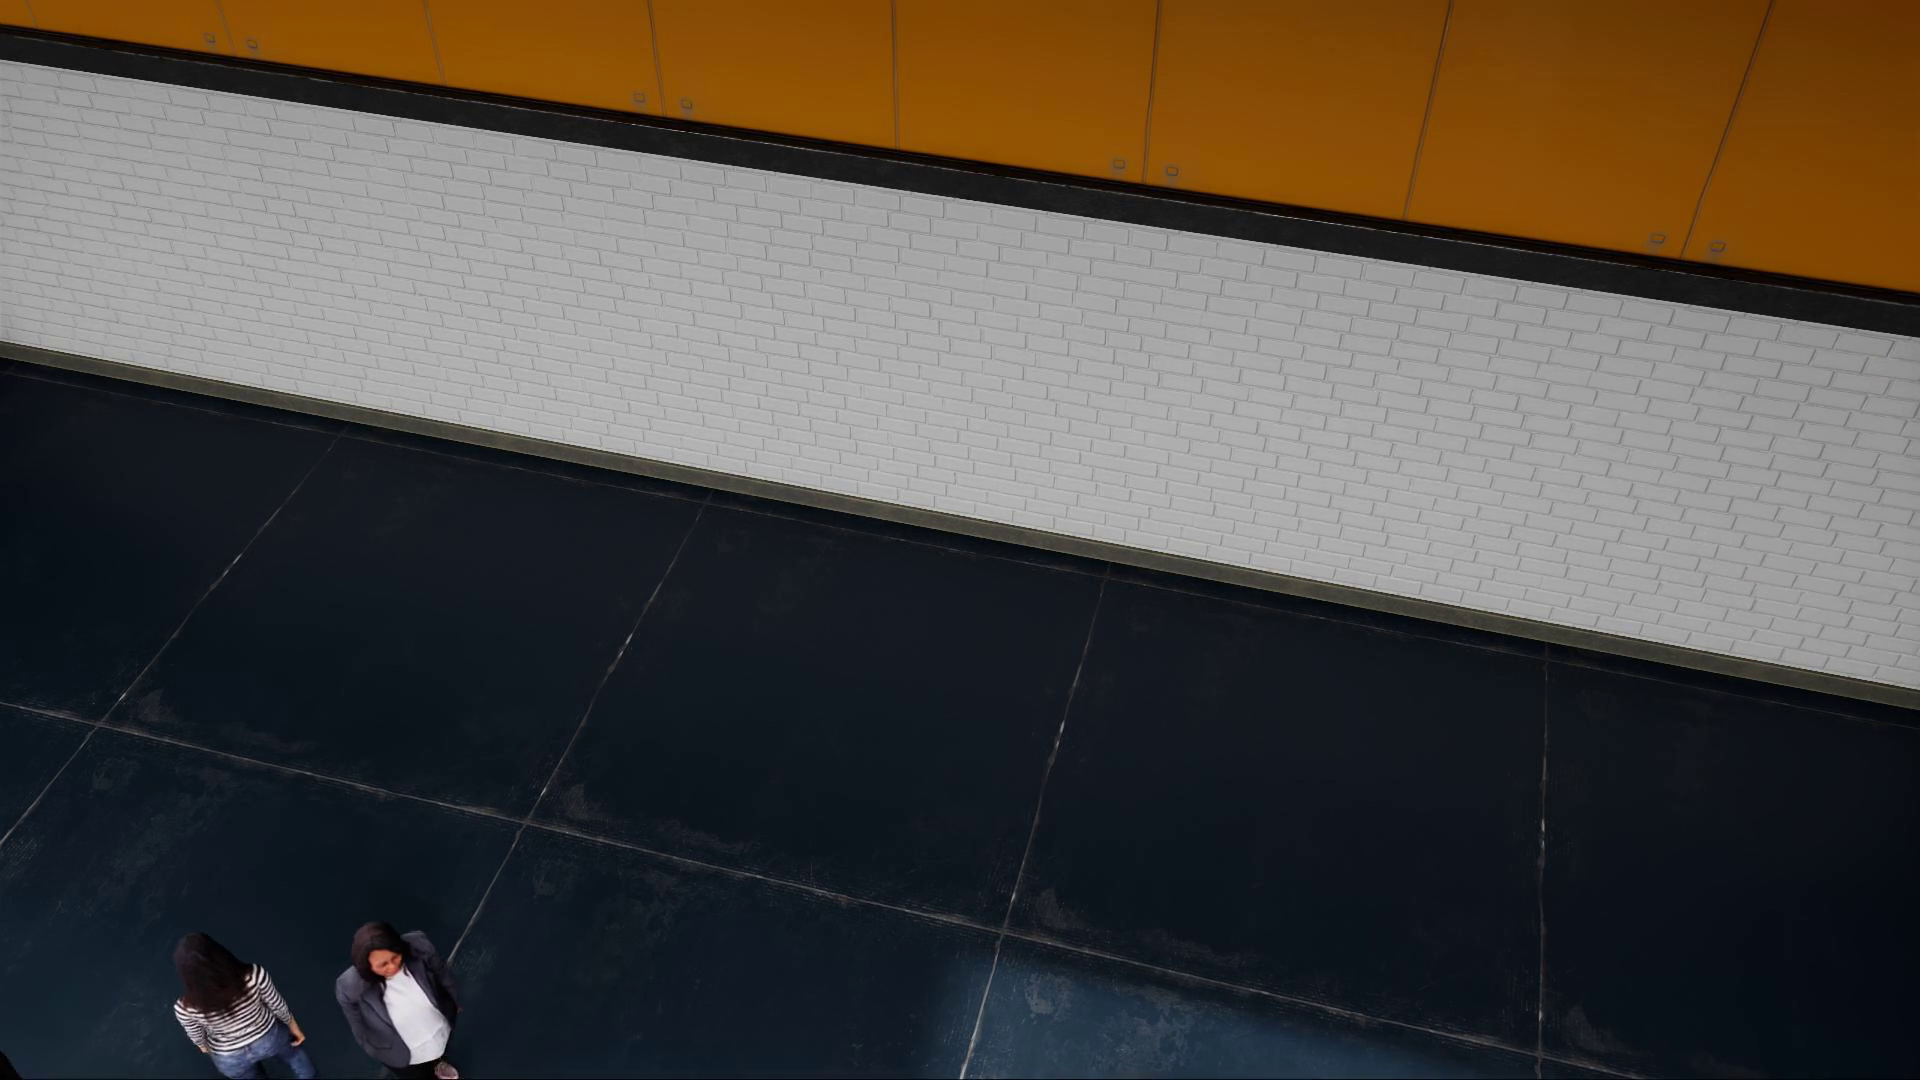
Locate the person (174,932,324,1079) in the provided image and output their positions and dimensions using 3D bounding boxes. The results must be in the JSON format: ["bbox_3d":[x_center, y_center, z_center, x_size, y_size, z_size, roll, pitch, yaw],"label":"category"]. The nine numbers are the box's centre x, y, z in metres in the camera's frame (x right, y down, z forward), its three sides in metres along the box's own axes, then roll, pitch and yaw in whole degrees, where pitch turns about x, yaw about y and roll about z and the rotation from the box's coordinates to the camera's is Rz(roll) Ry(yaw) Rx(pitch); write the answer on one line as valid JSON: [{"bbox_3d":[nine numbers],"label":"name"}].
[{"bbox_3d":[-3.427,2.506,8.028,0.685,1.787,0.759,-22,48,-22],"label":"person"}]

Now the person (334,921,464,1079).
[{"bbox_3d":[-2.754,2.380,8.313,0.973,1.576,0.974,30,51,28],"label":"person"}]
